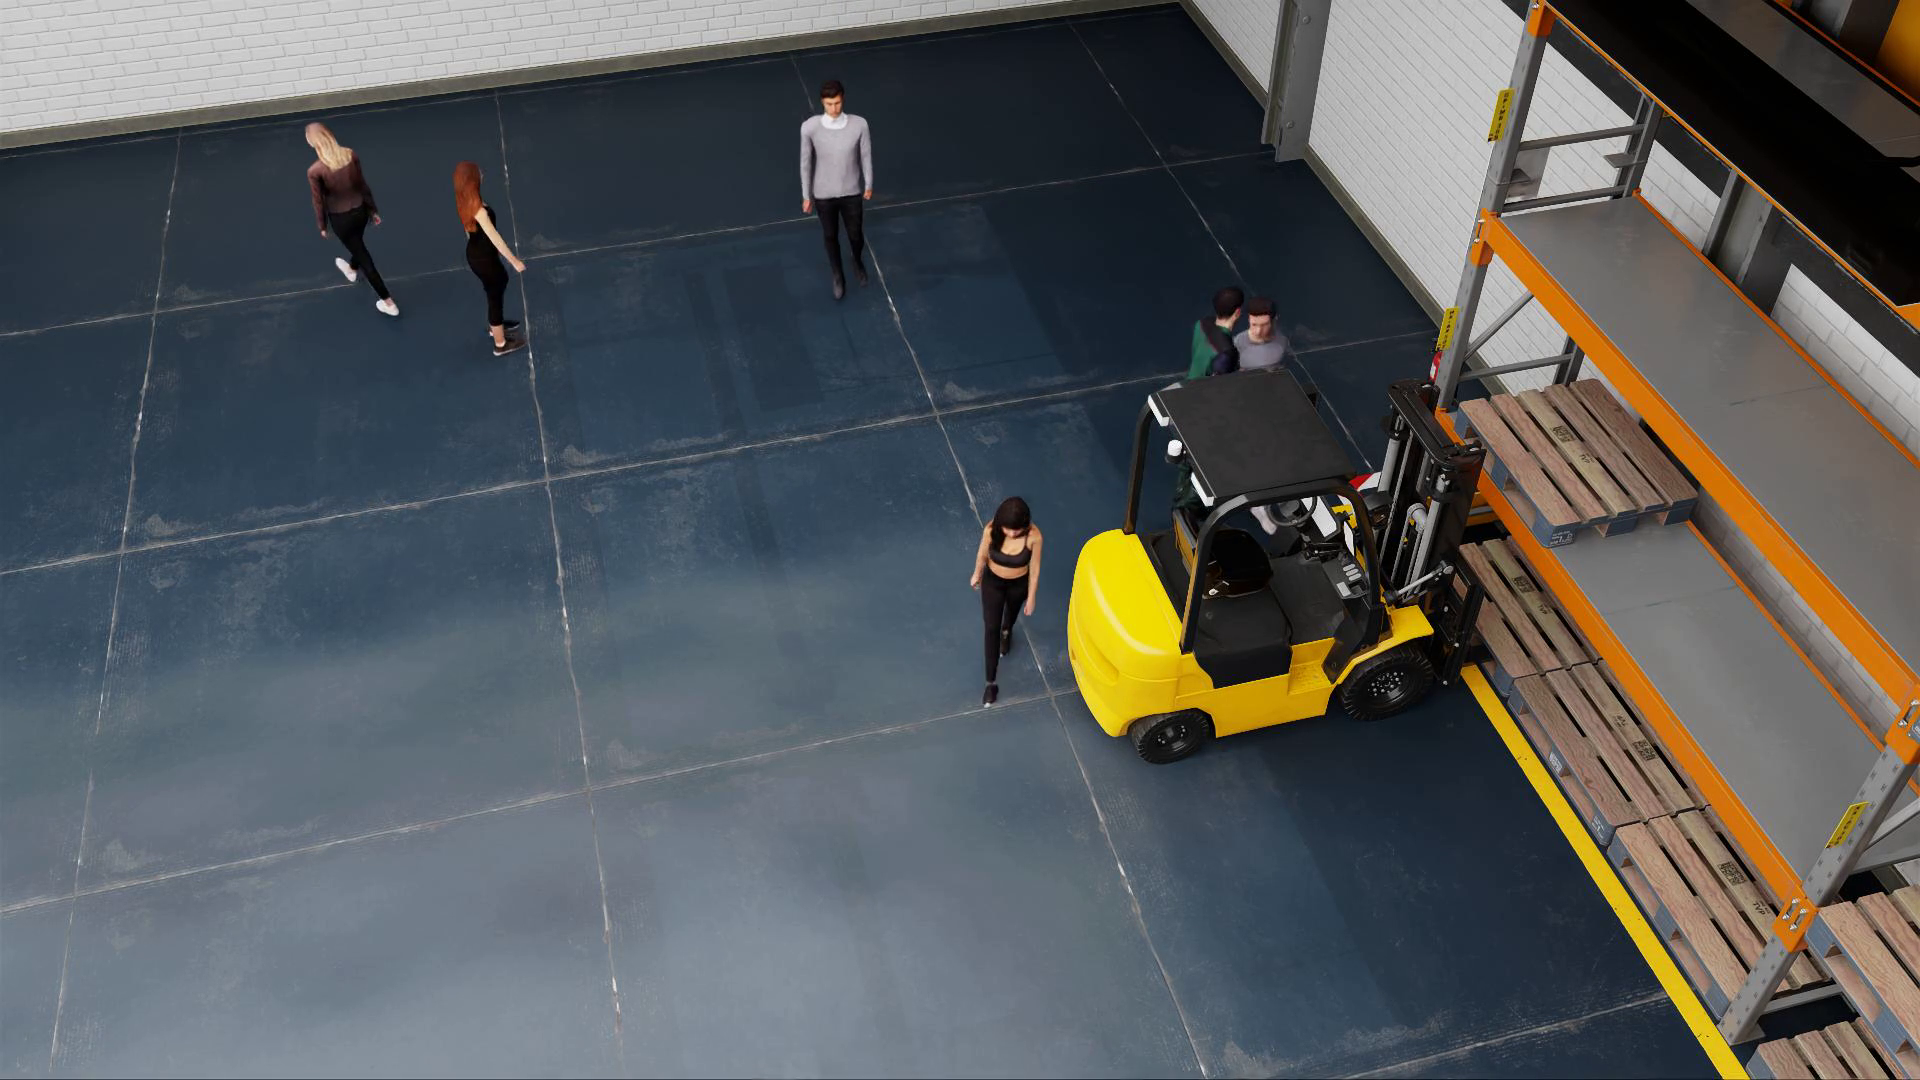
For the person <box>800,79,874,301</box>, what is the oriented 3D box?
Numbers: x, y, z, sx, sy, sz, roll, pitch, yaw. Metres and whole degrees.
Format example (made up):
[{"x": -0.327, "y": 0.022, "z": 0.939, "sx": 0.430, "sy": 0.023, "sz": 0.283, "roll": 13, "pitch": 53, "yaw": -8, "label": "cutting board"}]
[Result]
[{"x": -1.006, "y": -2.921, "z": 13.621, "sx": 0.815, "sy": 1.913, "sz": 0.785, "roll": -2, "pitch": 44, "yaw": -2, "label": "person"}]

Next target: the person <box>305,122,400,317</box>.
[{"x": -4.873, "y": -2.539, "z": 13.412, "sx": 1.180, "sy": 1.648, "sz": 1.046, "roll": 28, "pitch": 50, "yaw": 26, "label": "person"}]

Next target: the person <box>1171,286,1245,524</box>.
[{"x": 1.633, "y": -0.886, "z": 11.520, "sx": 0.757, "sy": 1.865, "sz": 0.577, "roll": -6, "pitch": 44, "yaw": -6, "label": "person"}]

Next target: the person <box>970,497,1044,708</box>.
[{"x": 0.319, "y": 0.213, "z": 10.562, "sx": 0.848, "sy": 1.594, "sz": 1.122, "roll": 7, "pitch": 44, "yaw": 7, "label": "person"}]

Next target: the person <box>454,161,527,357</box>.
[{"x": -3.770, "y": -2.156, "z": 12.958, "sx": 0.743, "sy": 1.720, "sz": 0.637, "roll": -25, "pitch": 49, "yaw": -24, "label": "person"}]

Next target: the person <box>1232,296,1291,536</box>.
[{"x": 1.945, "y": -0.937, "z": 11.580, "sx": 0.653, "sy": 1.855, "sz": 0.902, "roll": -16, "pitch": 46, "yaw": -16, "label": "person"}]
